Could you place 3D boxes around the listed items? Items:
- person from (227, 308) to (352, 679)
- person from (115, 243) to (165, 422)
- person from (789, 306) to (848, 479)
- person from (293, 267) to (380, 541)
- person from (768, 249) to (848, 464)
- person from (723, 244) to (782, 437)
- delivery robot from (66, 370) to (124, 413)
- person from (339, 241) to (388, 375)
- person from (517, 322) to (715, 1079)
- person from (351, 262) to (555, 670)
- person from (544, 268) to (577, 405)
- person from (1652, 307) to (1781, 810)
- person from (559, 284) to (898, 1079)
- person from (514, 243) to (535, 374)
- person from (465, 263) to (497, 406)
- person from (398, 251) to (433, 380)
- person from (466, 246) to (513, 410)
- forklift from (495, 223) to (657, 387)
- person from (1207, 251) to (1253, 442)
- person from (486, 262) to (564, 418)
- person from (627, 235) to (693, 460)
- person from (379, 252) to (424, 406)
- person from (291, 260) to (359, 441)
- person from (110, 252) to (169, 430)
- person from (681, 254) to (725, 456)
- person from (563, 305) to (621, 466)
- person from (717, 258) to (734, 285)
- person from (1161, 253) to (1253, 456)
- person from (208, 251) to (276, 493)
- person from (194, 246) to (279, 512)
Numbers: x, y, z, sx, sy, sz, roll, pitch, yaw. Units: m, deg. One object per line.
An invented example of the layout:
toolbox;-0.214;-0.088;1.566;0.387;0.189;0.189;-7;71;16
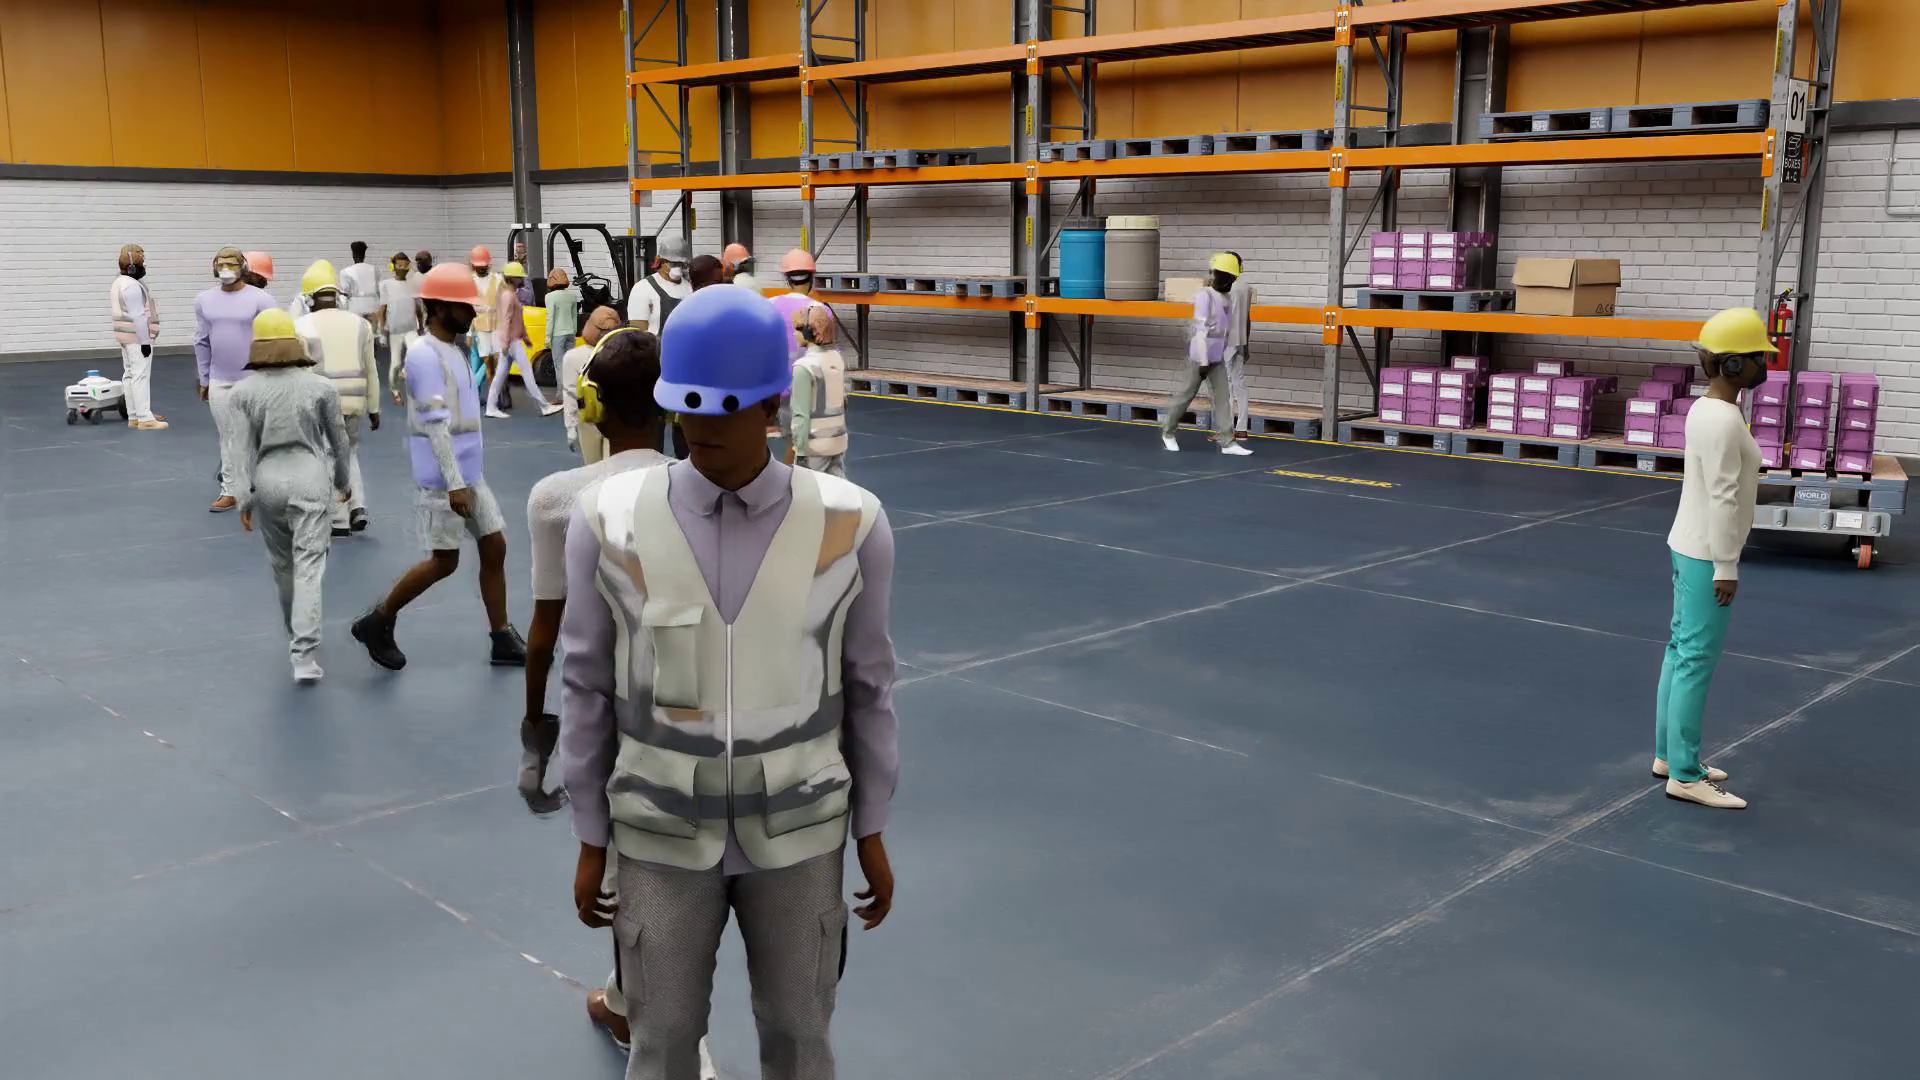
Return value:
person;-3.109;-0.225;7.742;0.493;1.686;0.939;-2;11;-12
person;-8.912;-2.235;18.010;0.357;1.938;0.637;-7;12;-33
person;-0.814;-0.496;9.357;0.370;1.634;0.529;5;11;25
person;-4.172;-0.892;11.030;0.434;1.807;0.606;10;14;42
person;-1.095;-1.063;11.639;0.558;1.920;0.472;6;12;31
person;-2.237;-2.007;16.787;1.071;1.930;0.655;4;11;20
delivery robot;-9.384;-1.597;18.051;0.477;0.478;0.707;0;10;-2
person;-8.327;-3.177;23.131;0.719;1.940;0.422;-9;14;-41
person;-0.736;0.422;3.815;0.529;1.833;0.926;-7;12;-32
person;-2.377;-0.317;7.650;0.839;1.904;0.556;0;10;2
person;-4.760;-2.419;19.848;0.279;1.633;0.505;6;12;29
person;2.707;0.059;5.964;0.310;1.771;0.523;3;11;15
person;-0.409;0.518;2.995;0.602;1.940;0.402;-1;10;-7
person;-6.274;-3.271;23.747;0.407;1.910;0.640;-1;10;-8
person;-5.698;-2.483;19.686;0.585;1.818;0.445;9;14;40
person;-7.425;-3.075;22.982;0.618;1.789;0.942;5;12;26
person;-5.431;-2.425;19.157;0.581;1.895;0.506;-1;10;-7
forklift;-5.316;-3.263;22.920;2.313;2.155;1.214;-10;14;-44
person;2.654;-1.889;16.332;0.534;1.863;0.311;-9;14;-41
person;-4.865;-2.200;18.414;0.903;1.723;0.531;-3;11;-15
person;-2.241;-1.397;13.162;0.535;2.000;0.674;9;14;41
person;-6.526;-2.443;19.439;0.531;1.841;0.895;-6;12;-29
person;-6.142;-1.822;16.177;0.956;1.783;0.612;9;14;39
person;-8.610;-2.079;17.422;0.429;1.845;0.621;-9;14;-42
person;-1.648;-0.866;10.649;0.459;1.898;0.620;0;10;1
person;-2.278;-0.720;10.709;0.517;1.585;0.849;-2;11;-8
person;-1.670;-1.089;11.975;0.598;1.856;0.778;6;12;31
person;2.279;-1.722;15.459;1.002;1.867;0.603;9;13;39
person;-5.599;-1.302;13.040;0.487;1.893;0.633;3;11;18
person;-5.279;-1.165;12.176;0.630;1.940;0.372;1;10;4
